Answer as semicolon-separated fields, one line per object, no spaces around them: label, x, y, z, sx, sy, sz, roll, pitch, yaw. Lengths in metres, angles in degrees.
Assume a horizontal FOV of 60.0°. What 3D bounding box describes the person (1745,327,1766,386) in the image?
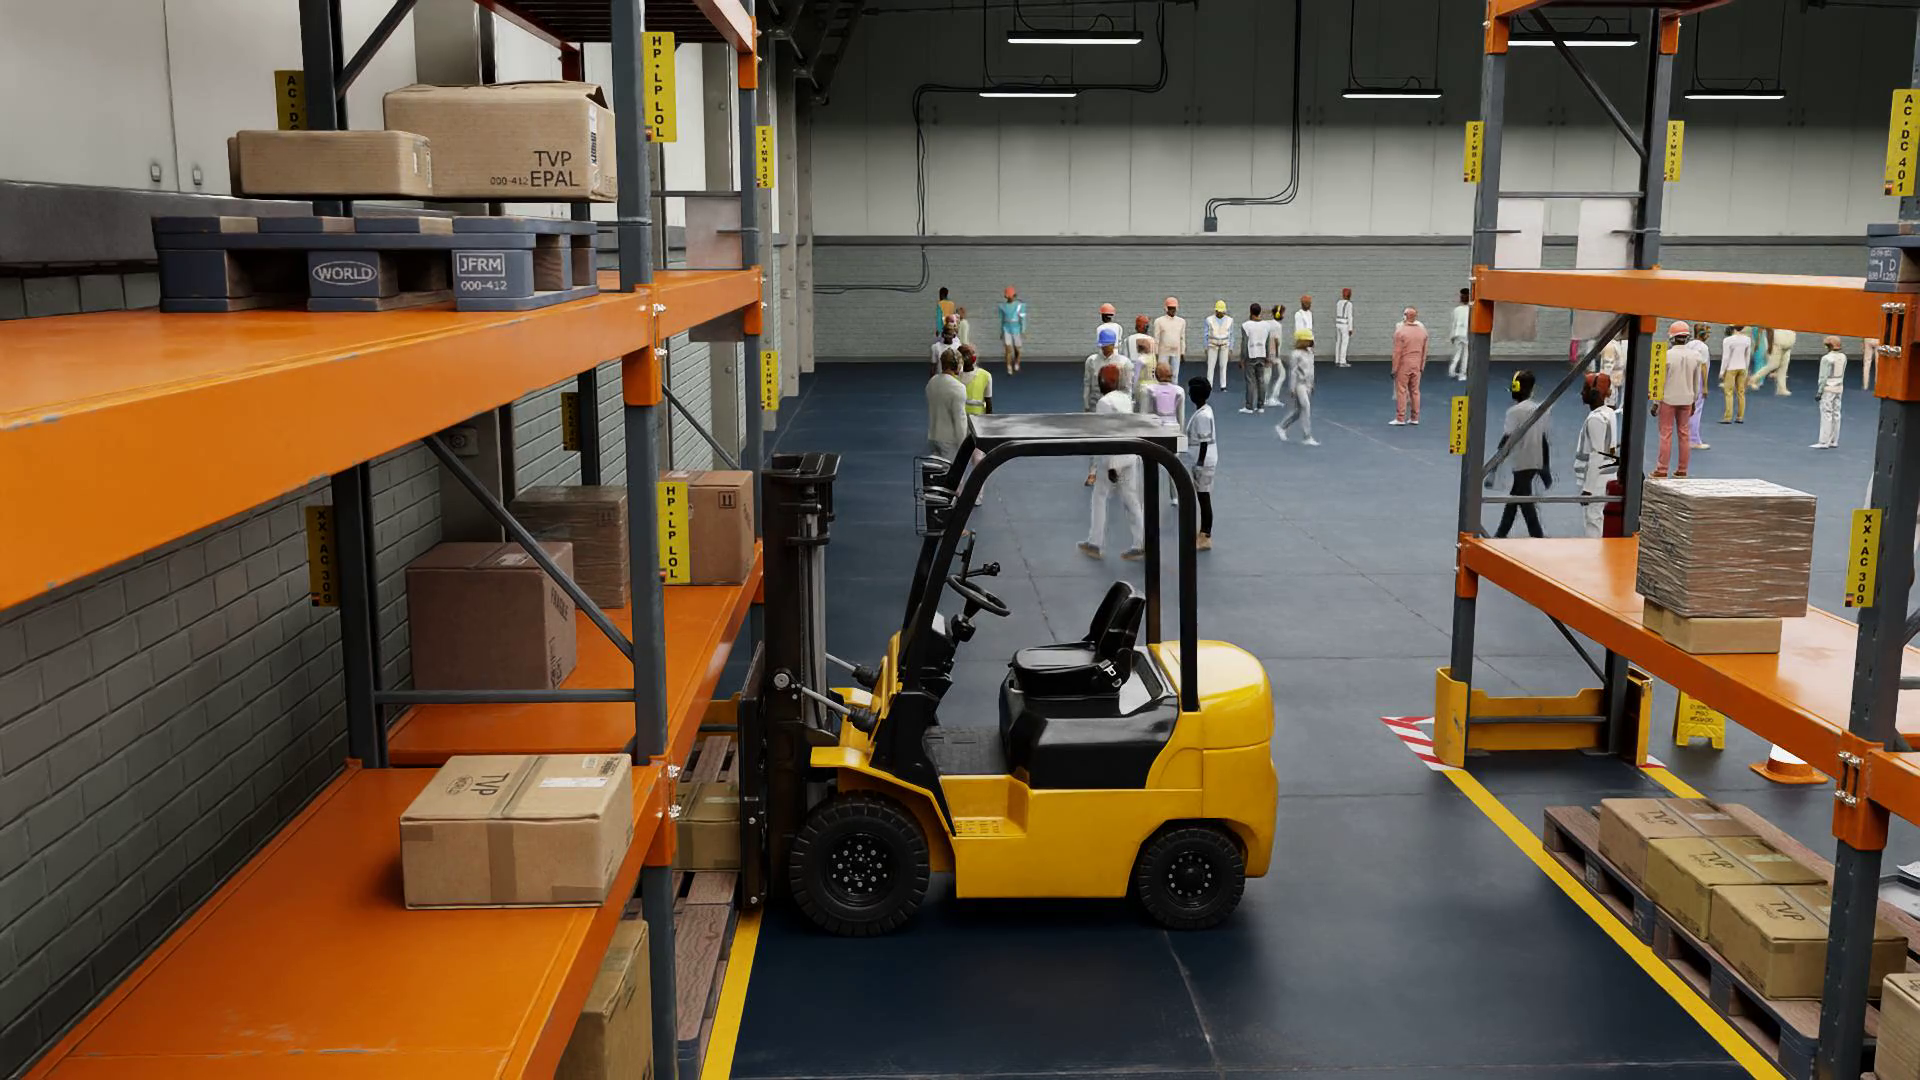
person;16.602;-4.111;34.552;0.357;1.835;0.516;6;12;30

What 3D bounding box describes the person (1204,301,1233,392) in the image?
person;5.142;-3.839;33.054;0.588;1.823;0.403;0;10;1

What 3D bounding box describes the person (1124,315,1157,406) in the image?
person;2.729;-2.446;25.114;0.572;1.887;0.355;10;14;43

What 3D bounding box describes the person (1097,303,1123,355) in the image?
person;2.513;-3.065;28.420;0.543;1.940;0.361;-8;13;-39

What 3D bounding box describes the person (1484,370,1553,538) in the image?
person;5.051;-0.629;15.195;0.682;1.805;0.940;-8;13;-39

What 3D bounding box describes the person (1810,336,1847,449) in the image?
person;12.594;-2.134;24.069;0.511;1.640;0.308;-6;12;-30

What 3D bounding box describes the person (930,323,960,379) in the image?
person;-0.179;-2.195;23.855;0.506;1.839;0.345;-2;10;-12

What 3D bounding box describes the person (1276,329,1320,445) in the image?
person;5.031;-2.281;24.677;0.773;1.719;0.492;10;14;44

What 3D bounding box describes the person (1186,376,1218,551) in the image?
person;2.343;-0.746;16.165;0.322;1.699;0.535;2;10;9

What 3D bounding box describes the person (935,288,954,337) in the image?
person;-0.340;-5.010;39.351;0.391;1.911;0.585;7;12;35

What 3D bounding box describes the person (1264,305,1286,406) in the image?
person;5.712;-3.340;30.207;0.551;1.843;0.550;-5;11;-24

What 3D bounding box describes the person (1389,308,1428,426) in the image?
person;7.290;-2.818;27.131;0.653;1.906;0.408;-5;11;-24

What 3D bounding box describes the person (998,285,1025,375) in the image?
person;1.163;-4.726;37.456;0.617;2.017;0.677;1;10;3

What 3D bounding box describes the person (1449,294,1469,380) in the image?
person;10.909;-4.389;35.924;0.480;1.890;0.636;-9;14;-41

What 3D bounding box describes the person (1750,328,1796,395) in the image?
person;15.944;-3.843;32.467;0.690;2.000;0.711;-6;12;-30

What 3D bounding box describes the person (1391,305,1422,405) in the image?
person;8.253;-3.422;30.765;0.534;1.813;0.854;0;10;-2

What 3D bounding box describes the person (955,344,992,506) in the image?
person;0.090;-1.302;18.865;0.571;1.840;0.373;3;11;16

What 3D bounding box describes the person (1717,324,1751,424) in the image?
person;12.734;-2.792;27.379;0.533;1.767;0.327;-3;11;-15

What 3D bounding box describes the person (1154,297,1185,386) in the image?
person;3.770;-3.363;29.915;0.611;1.997;0.375;-3;11;-16

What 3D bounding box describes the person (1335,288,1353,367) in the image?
person;9.222;-5.094;39.905;0.370;1.879;0.580;-4;11;-21

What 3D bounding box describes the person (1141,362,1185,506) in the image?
person;2.301;-1.197;18.879;0.520;1.632;0.321;-2;10;-9

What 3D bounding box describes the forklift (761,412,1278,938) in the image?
forklift;0.291;0.548;7.580;2.313;2.155;1.214;0;10;-2

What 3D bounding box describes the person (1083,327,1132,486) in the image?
person;1.802;-1.625;20.365;0.604;1.949;0.398;3;11;16

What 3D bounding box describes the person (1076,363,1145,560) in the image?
person;1.449;-0.739;15.704;0.880;1.841;0.598;8;13;39

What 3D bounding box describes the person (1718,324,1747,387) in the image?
person;15.907;-4.049;34.214;0.639;1.824;0.441;-8;13;-39

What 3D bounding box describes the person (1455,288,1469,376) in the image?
person;11.287;-4.659;37.218;0.367;1.967;0.606;1;10;7

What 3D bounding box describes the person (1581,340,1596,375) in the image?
person;14.177;-4.639;37.276;0.397;1.924;0.664;6;12;29

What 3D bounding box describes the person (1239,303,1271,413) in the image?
person;5.164;-3.182;29.126;0.597;1.918;0.383;-5;11;-25

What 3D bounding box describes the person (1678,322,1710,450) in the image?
person;10.637;-2.227;24.028;0.346;1.841;0.505;-2;10;-10

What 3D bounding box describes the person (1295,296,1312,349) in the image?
person;7.128;-4.128;34.527;0.342;1.877;0.576;8;13;38

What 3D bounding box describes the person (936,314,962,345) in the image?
person;-0.127;-2.461;25.175;0.400;1.900;0.647;-4;11;-21

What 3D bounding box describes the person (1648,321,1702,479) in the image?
person;8.986;-1.745;20.908;0.611;1.995;0.381;-2;10;-9

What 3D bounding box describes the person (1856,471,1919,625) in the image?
person;6.187;0.102;11.079;0.392;1.836;0.561;2;10;9

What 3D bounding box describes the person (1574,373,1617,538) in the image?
person;5.411;-0.485;14.204;0.361;1.882;0.575;6;12;29

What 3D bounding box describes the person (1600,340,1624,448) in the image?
person;9.465;-2.276;24.083;0.390;1.923;0.549;6;12;30

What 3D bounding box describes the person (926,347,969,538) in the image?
person;-0.128;-0.977;16.829;0.369;1.932;0.623;-7;12;-33
